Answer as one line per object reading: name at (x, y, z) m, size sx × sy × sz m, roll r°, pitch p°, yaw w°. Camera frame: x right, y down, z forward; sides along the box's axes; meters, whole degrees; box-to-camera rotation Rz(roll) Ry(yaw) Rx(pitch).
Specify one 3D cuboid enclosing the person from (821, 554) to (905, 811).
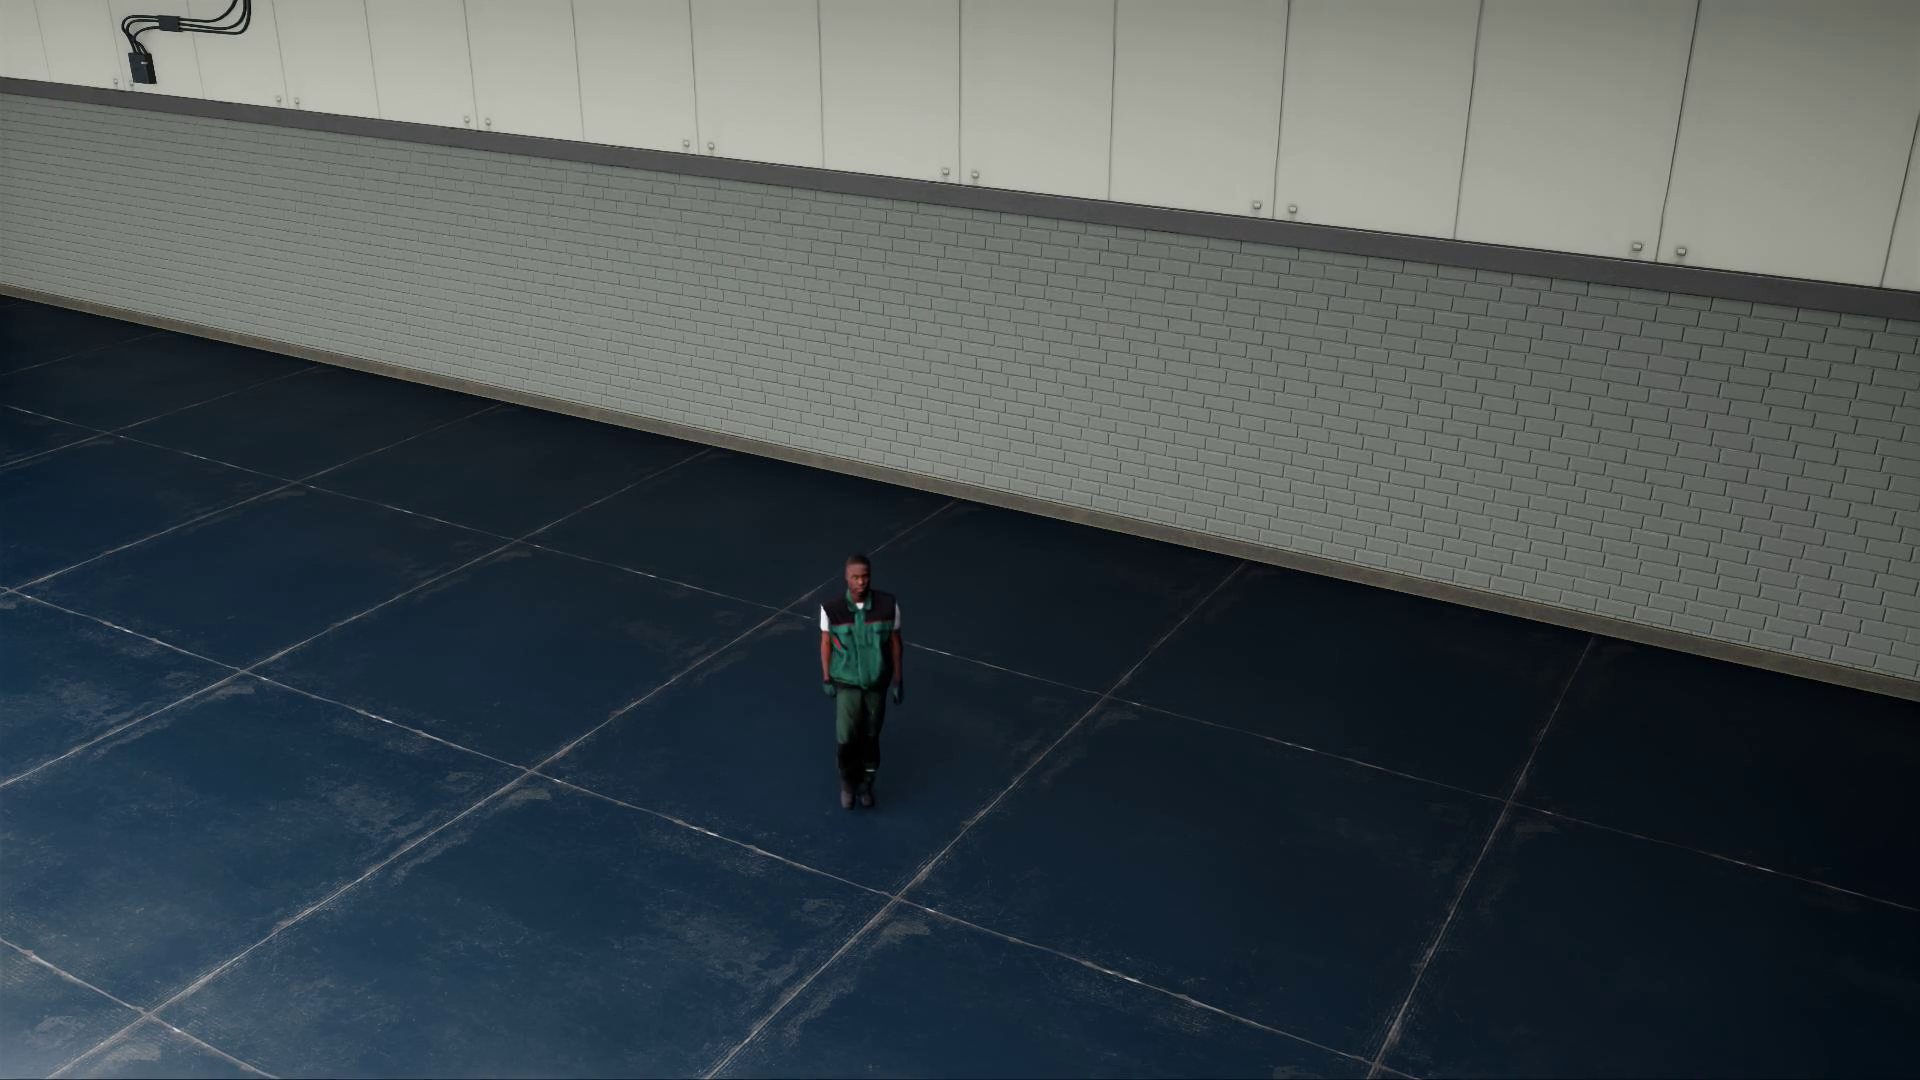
person at (-0.656, 0.896, 10.916) m, size 0.817 × 1.826 × 0.871 m, roll -5°, pitch 24°, yaw -11°
